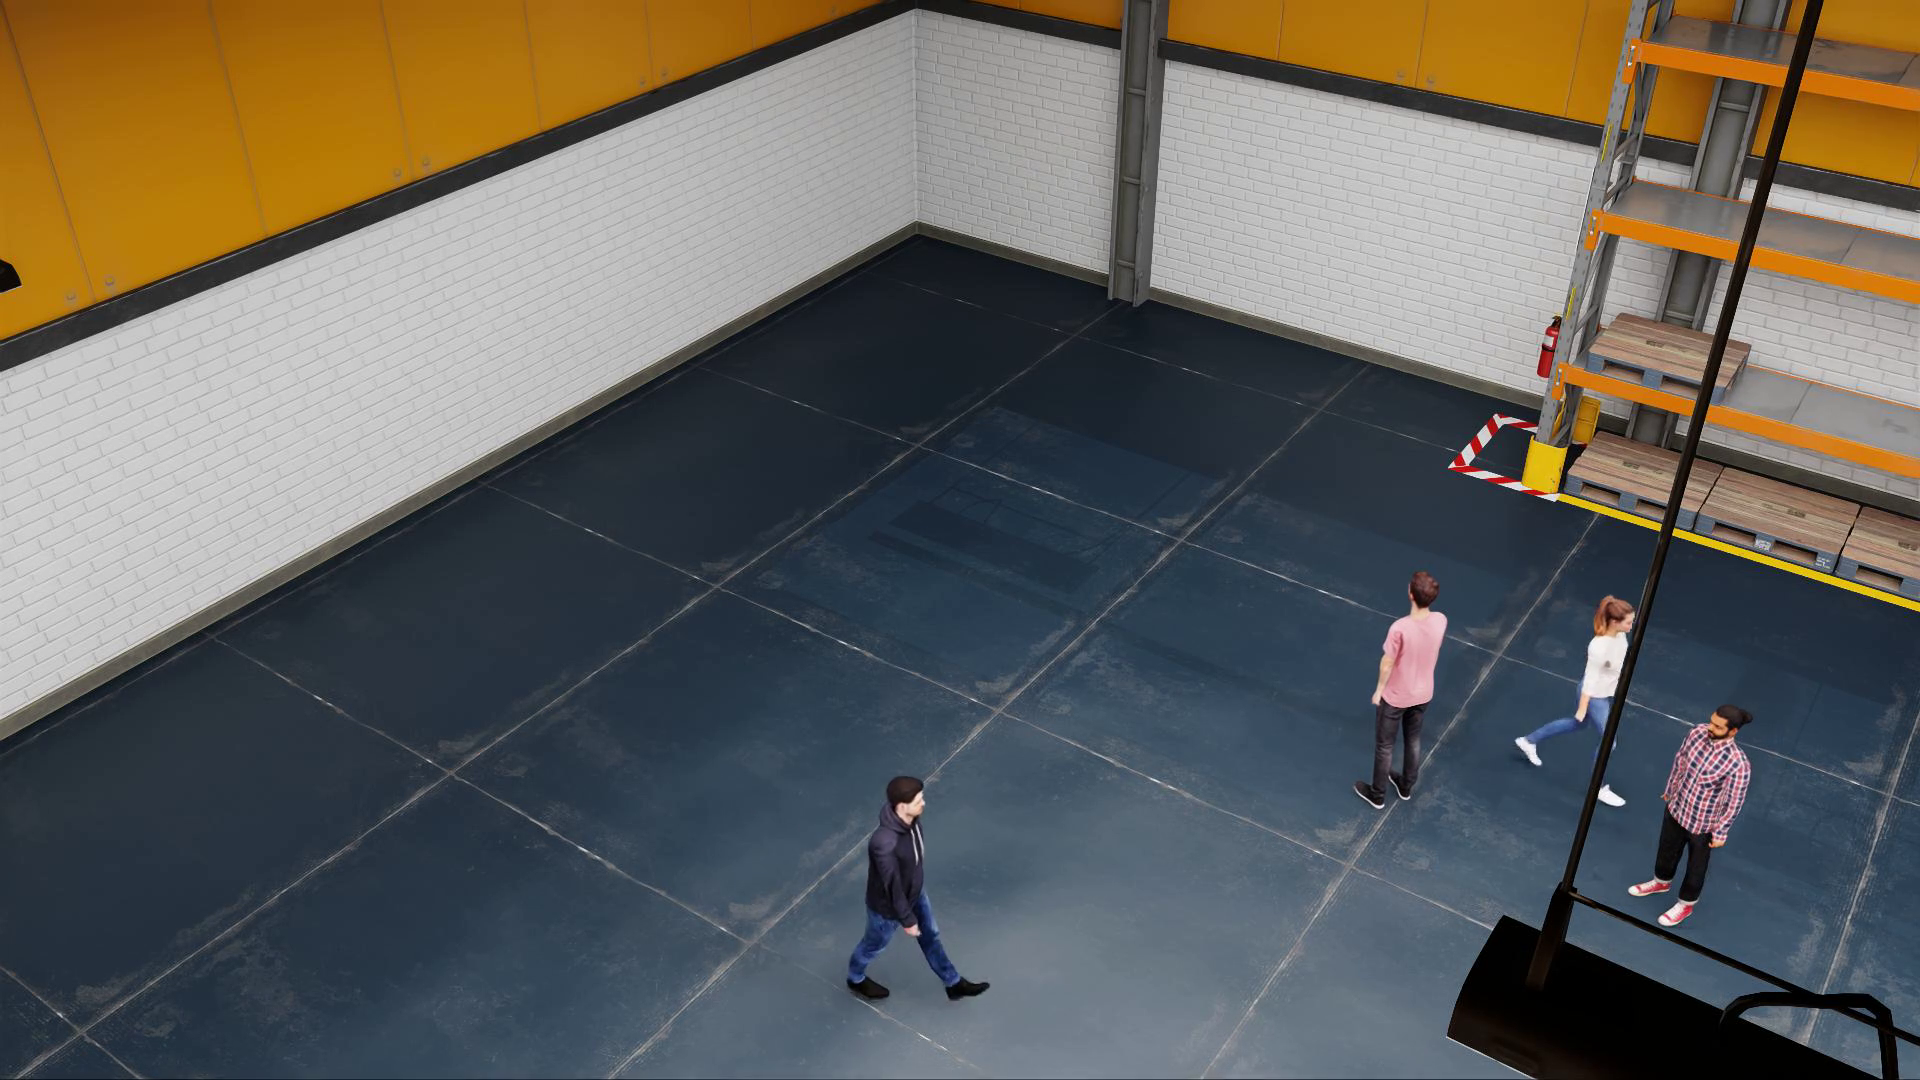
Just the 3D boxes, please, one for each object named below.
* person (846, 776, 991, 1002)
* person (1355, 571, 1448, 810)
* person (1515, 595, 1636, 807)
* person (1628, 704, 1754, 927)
[{"bbox_3d":[-0.499,2.201,10.308,1.235,1.836,0.892,11,35,16],"label":"person"},{"bbox_3d":[3.186,1.081,11.883,0.695,1.957,0.708,-13,36,-19],"label":"person"},{"bbox_3d":[4.532,1.110,12.087,1.084,1.683,0.614,21,39,28],"label":"person"},{"bbox_3d":[4.879,1.786,11.000,0.845,1.761,0.725,-13,36,-18],"label":"person"}]
